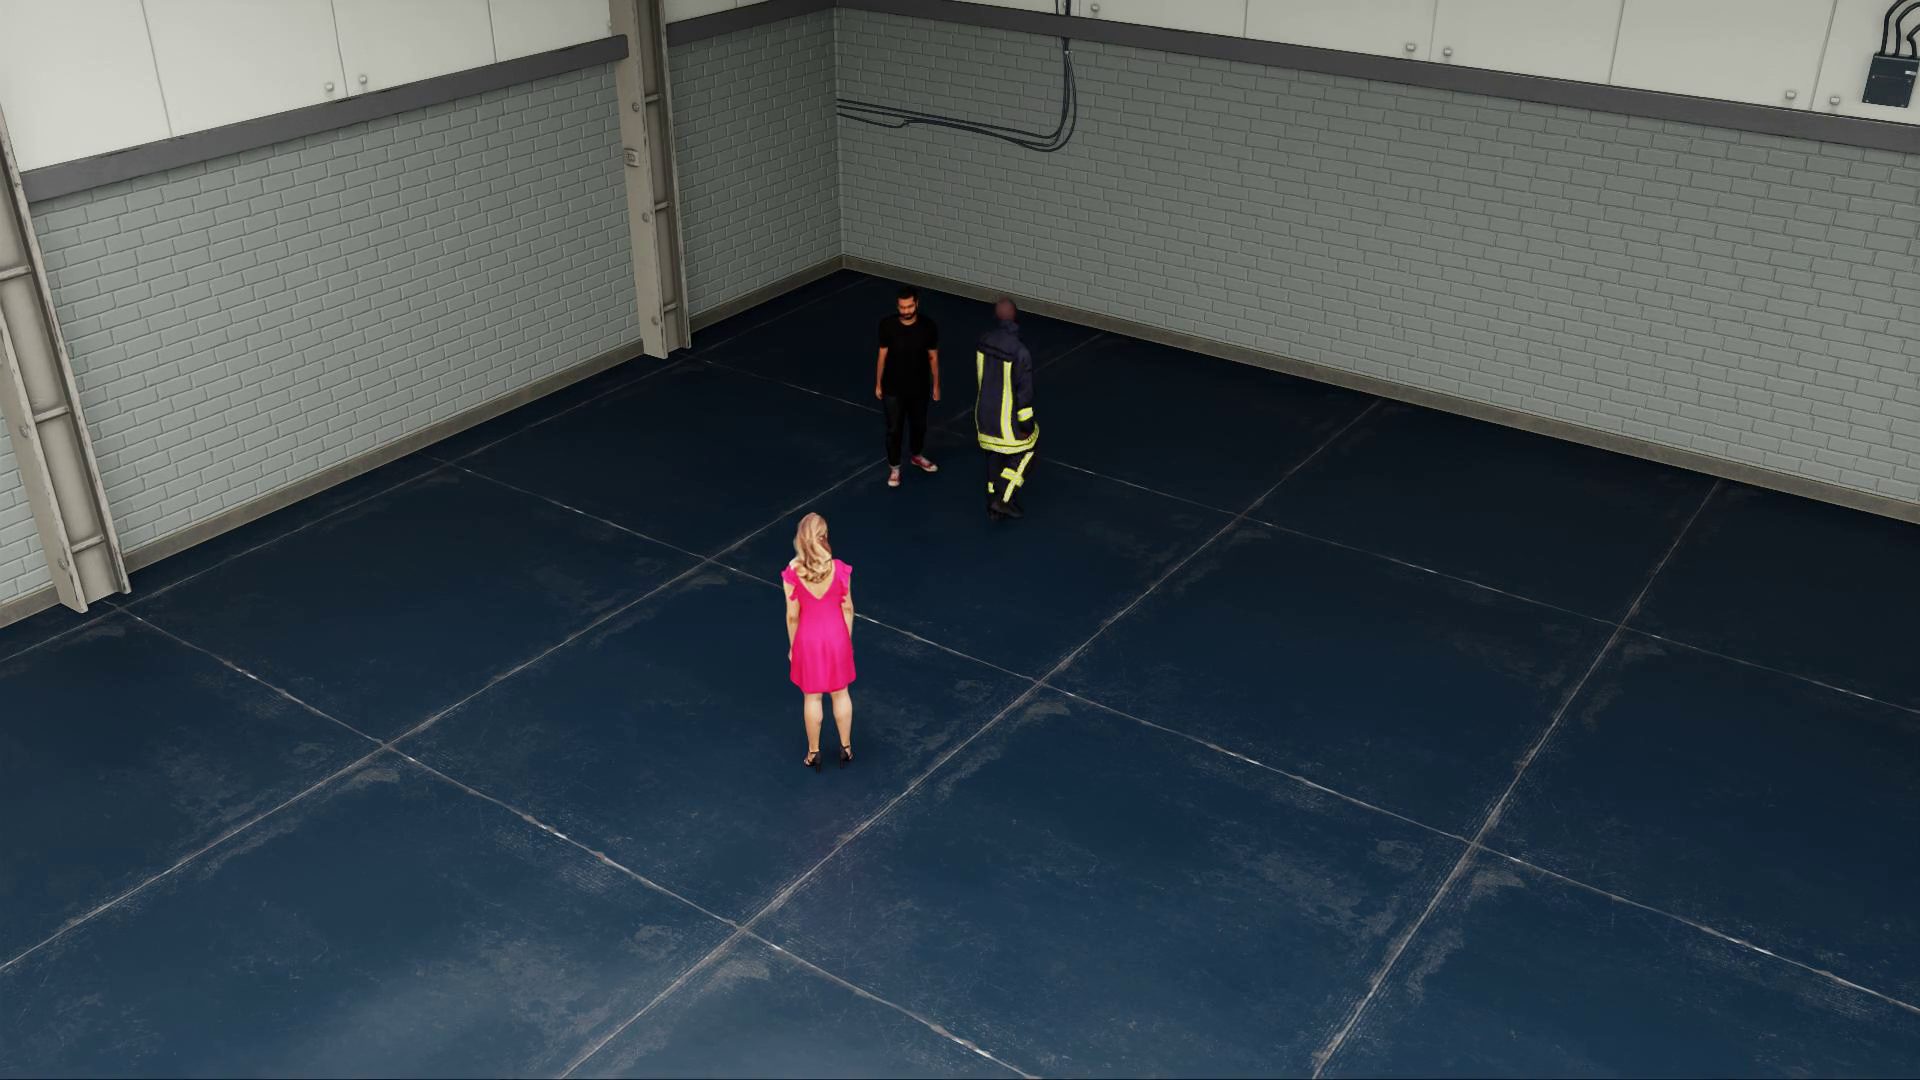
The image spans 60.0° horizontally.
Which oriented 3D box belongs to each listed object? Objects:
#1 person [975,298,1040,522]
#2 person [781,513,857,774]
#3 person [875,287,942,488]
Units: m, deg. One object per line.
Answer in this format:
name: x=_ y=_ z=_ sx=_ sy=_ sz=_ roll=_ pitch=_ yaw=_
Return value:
person: x=0.289 y=-0.979 z=12.924 sx=0.783 sy=1.799 sz=0.813 roll=25 pitch=37 yaw=38
person: x=-0.832 y=0.627 z=9.987 sx=0.664 sy=1.726 sz=0.723 roll=-4 pitch=28 yaw=-8
person: x=-0.419 y=-1.273 z=13.554 sx=0.911 sy=1.726 sz=0.973 roll=-6 pitch=29 yaw=-10
